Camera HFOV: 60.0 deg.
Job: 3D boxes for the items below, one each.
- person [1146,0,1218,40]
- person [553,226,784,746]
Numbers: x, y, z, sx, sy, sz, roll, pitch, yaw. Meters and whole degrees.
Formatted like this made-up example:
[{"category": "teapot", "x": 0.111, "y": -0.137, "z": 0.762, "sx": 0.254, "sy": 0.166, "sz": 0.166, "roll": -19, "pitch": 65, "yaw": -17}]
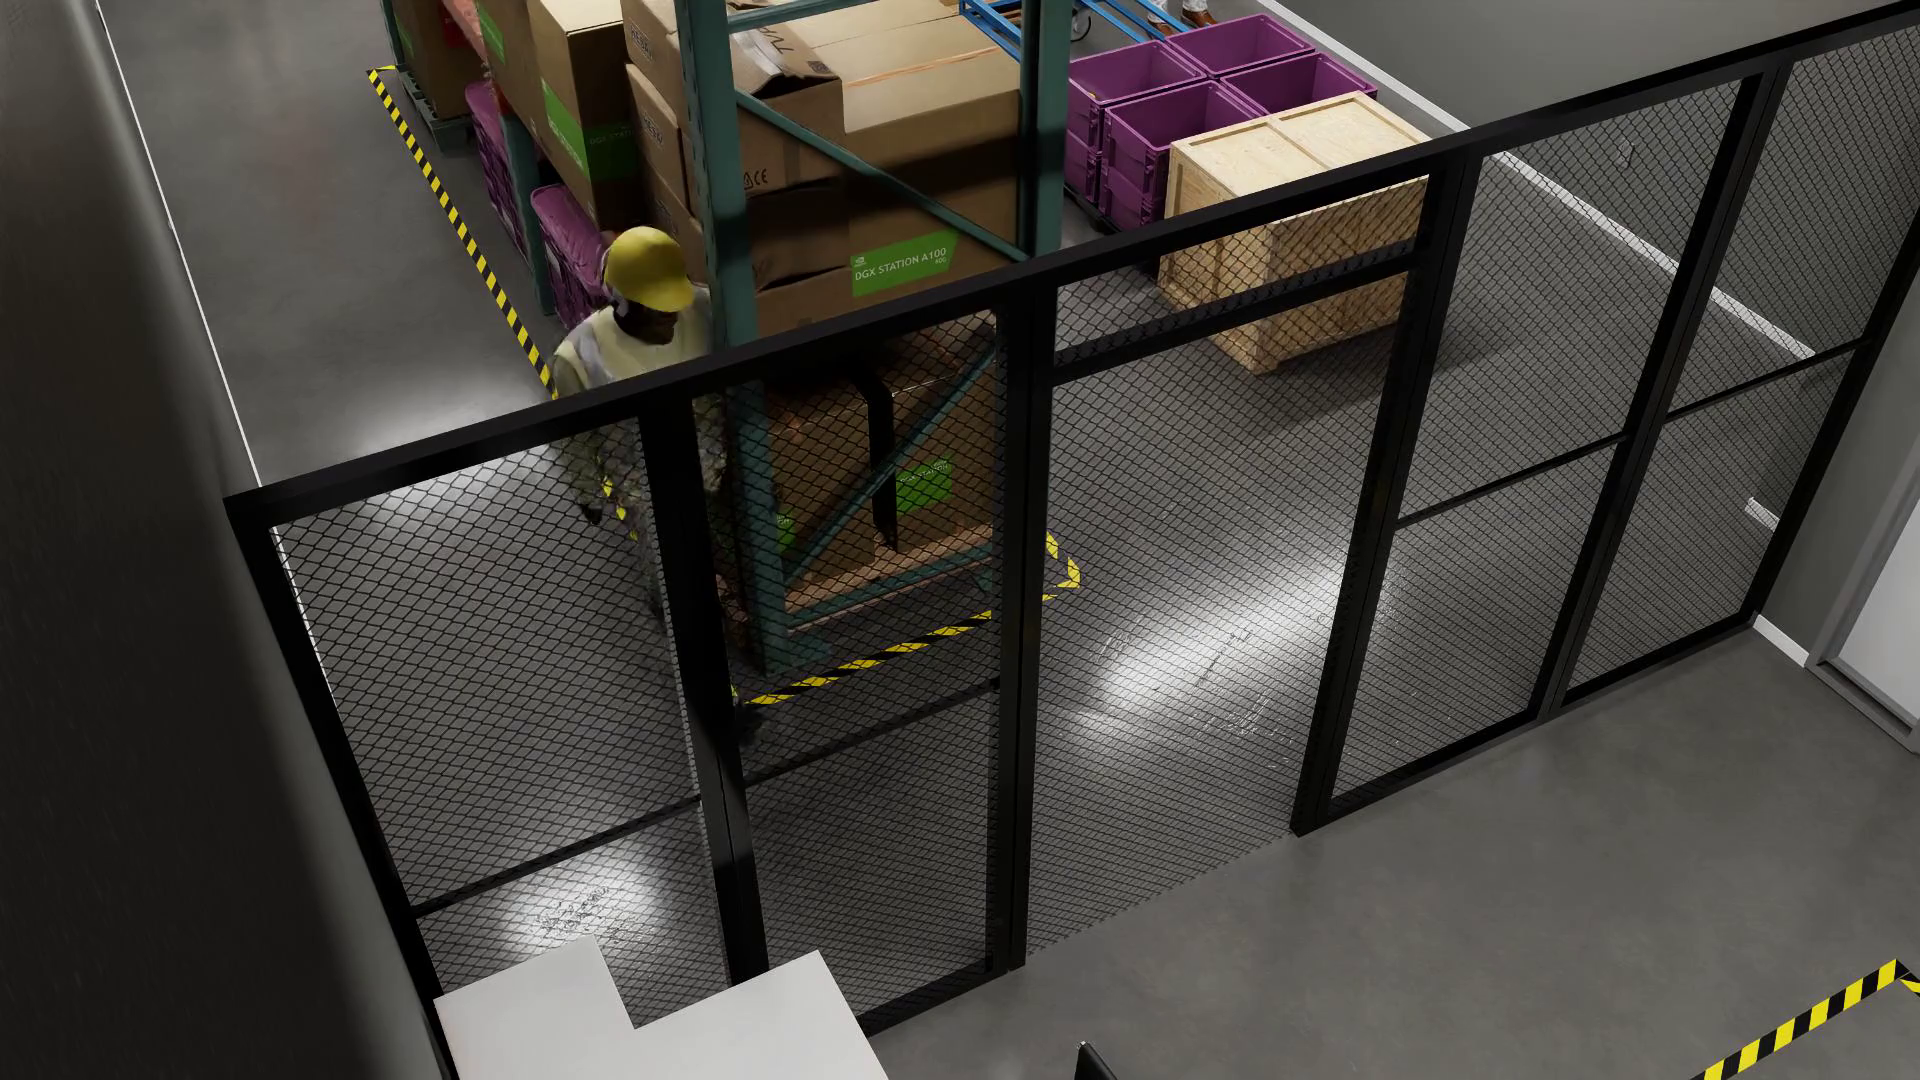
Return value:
[{"category": "person", "x": 1.289, "y": -3.632, "z": 8.918, "sx": 0.629, "sy": 1.940, "sz": 0.377, "roll": -20, "pitch": 46, "yaw": -21}, {"category": "person", "x": -0.872, "y": -0.190, "z": 5.267, "sx": 0.584, "sy": 1.769, "sz": 0.956, "roll": -30, "pitch": 50, "yaw": -29}]
